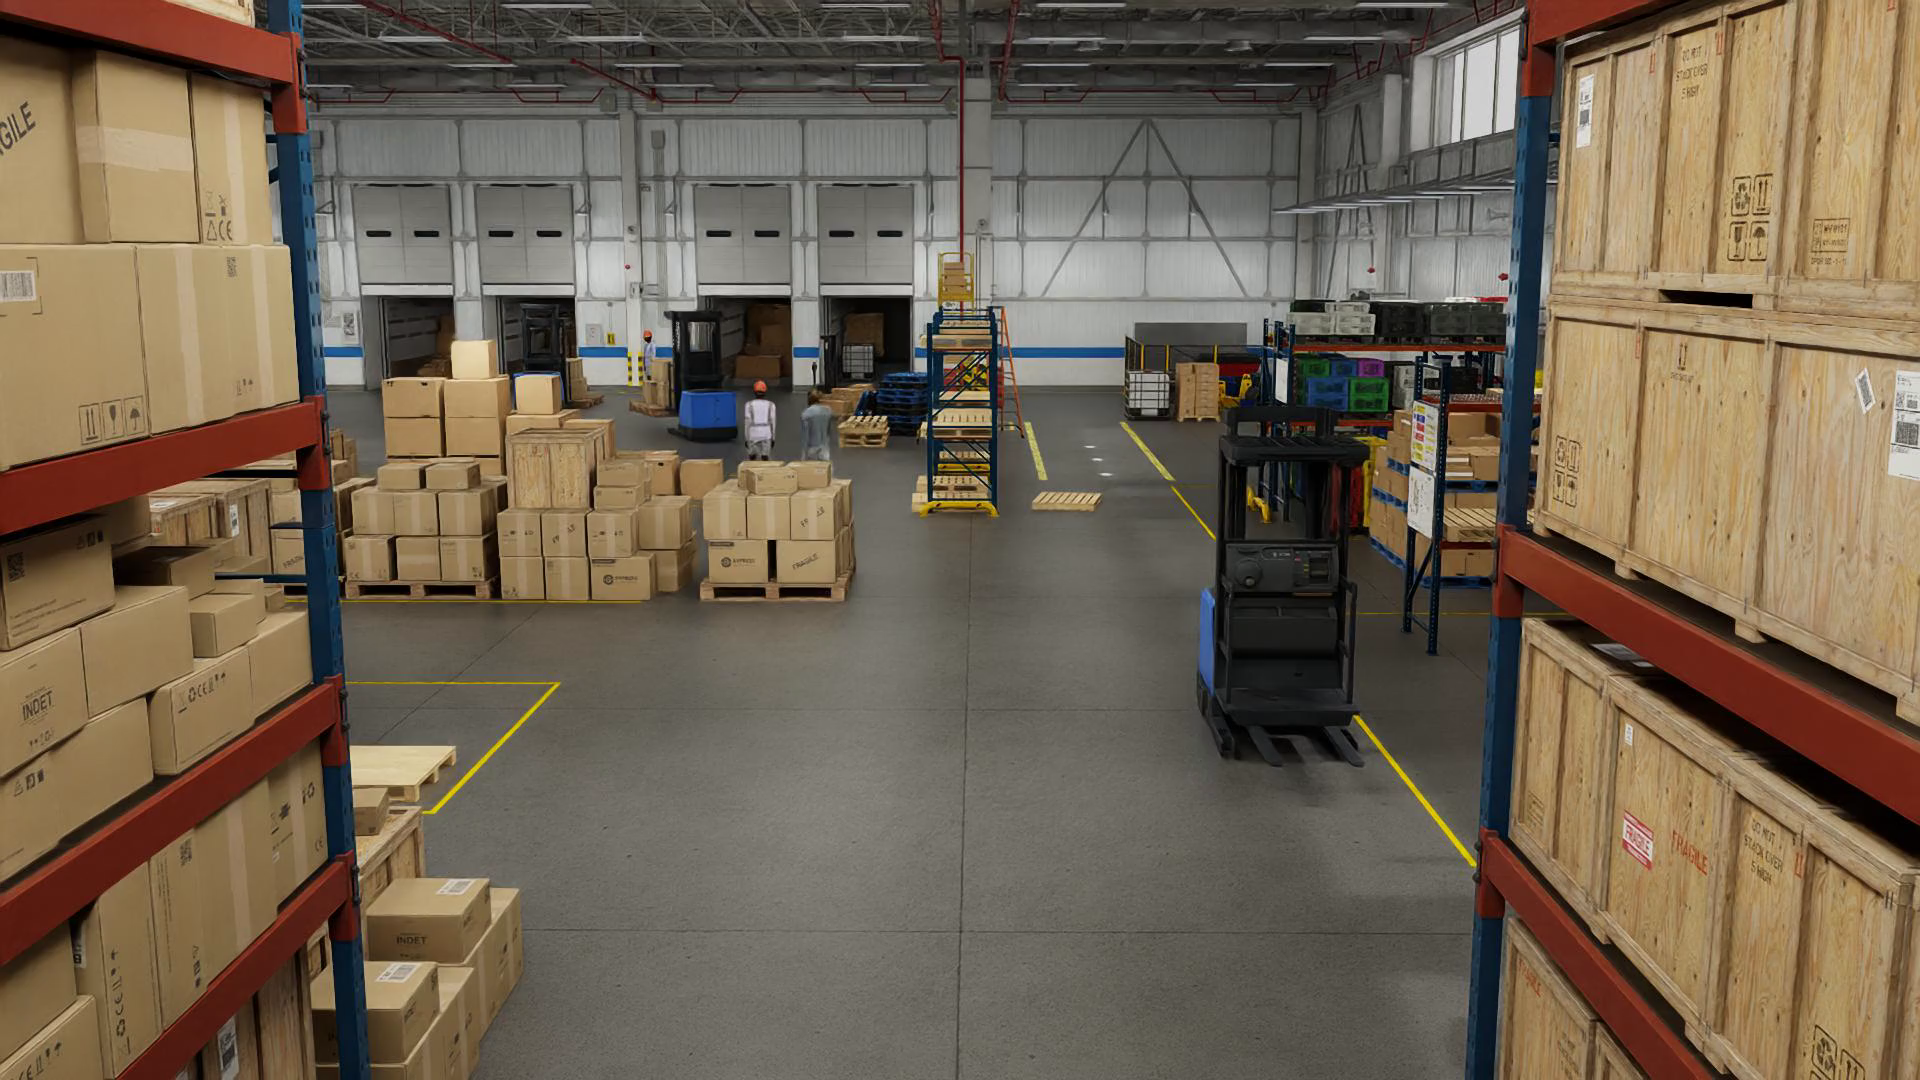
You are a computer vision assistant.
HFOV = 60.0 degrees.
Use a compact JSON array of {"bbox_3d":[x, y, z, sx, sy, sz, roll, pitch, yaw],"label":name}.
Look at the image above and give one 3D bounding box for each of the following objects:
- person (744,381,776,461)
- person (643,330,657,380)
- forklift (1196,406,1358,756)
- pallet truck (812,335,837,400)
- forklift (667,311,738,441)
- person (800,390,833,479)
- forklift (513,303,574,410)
[{"bbox_3d":[-3.468,-1.799,28.855,0.567,1.914,0.569,-3,10,-17],"label":"person"},{"bbox_3d":[-8.807,-4.975,47.155,0.389,1.930,0.544,-7,12,-37],"label":"person"},{"bbox_3d":[2.693,0.251,14.255,1.129,2.768,1.873,0,10,1],"label":"forklift"},{"bbox_3d":[-3.021,-4.312,43.126,1.885,1.965,0.823,3,10,17],"label":"pallet truck"},{"bbox_3d":[-5.744,-3.686,36.967,1.129,2.768,1.873,-5,11,-25],"label":"forklift"},{"bbox_3d":[-2.396,-1.542,27.503,0.646,1.881,1.044,-7,12,-35],"label":"person"},{"bbox_3d":[-10.722,-4.664,42.608,1.129,2.768,1.873,0,10,1],"label":"forklift"}]
